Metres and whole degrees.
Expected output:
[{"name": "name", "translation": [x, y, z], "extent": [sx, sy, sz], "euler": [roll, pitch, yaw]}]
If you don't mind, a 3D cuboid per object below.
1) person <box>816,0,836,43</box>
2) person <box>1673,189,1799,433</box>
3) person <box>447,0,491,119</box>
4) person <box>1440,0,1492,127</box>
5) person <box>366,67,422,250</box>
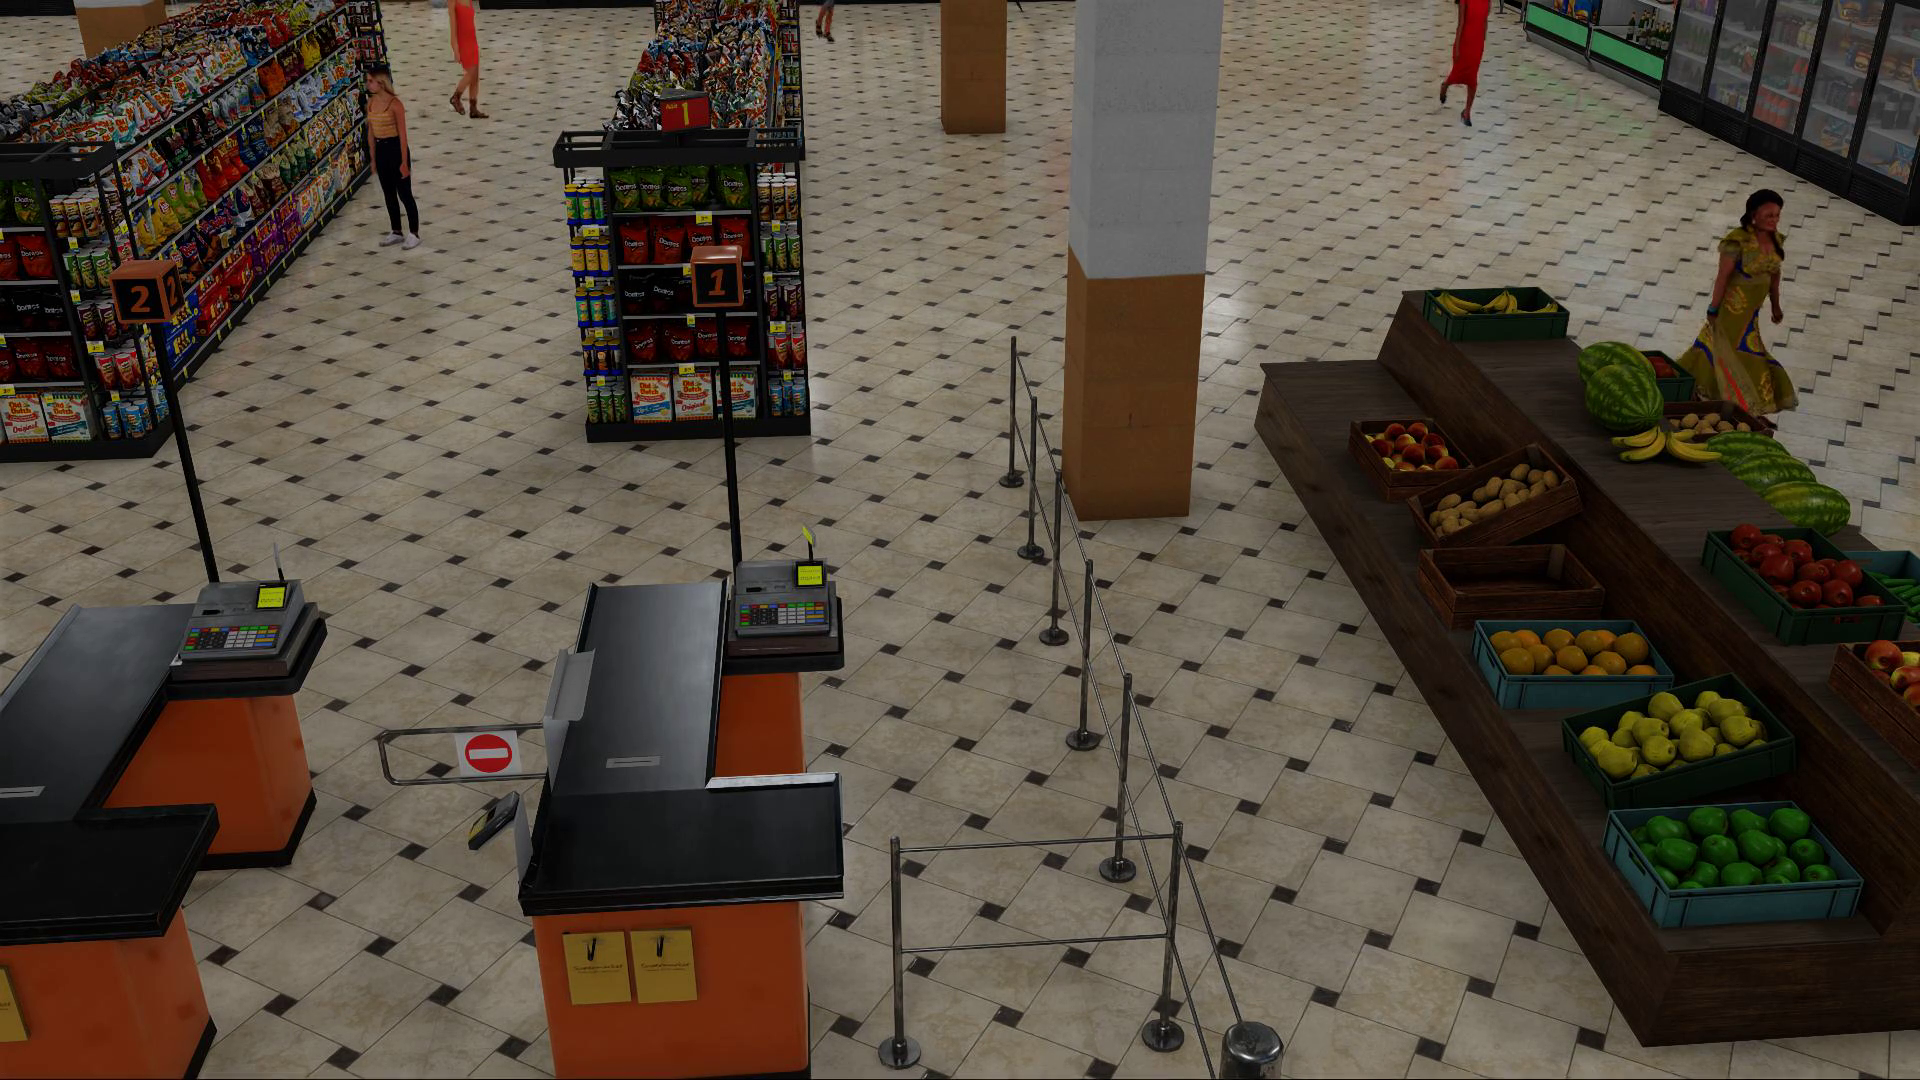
[{"name": "person", "translation": [-1.979, -8.147, 24.139], "extent": [0.801, 1.773, 0.742], "euler": [22, 34, 37]}, {"name": "person", "translation": [5.263, -1.590, 11.397], "extent": [1.065, 1.602, 1.408], "euler": [-14, 30, -26]}, {"name": "person", "translation": [-5.921, -5.835, 19.653], "extent": [0.786, 1.708, 0.732], "euler": [6, 28, 13]}, {"name": "person", "translation": [5.928, -5.786, 19.540], "extent": [0.629, 1.722, 1.004], "euler": [-5, 27, -10]}, {"name": "person", "translation": [-5.146, -3.472, 15.082], "extent": [0.658, 1.628, 0.684], "euler": [14, 30, 25]}]
